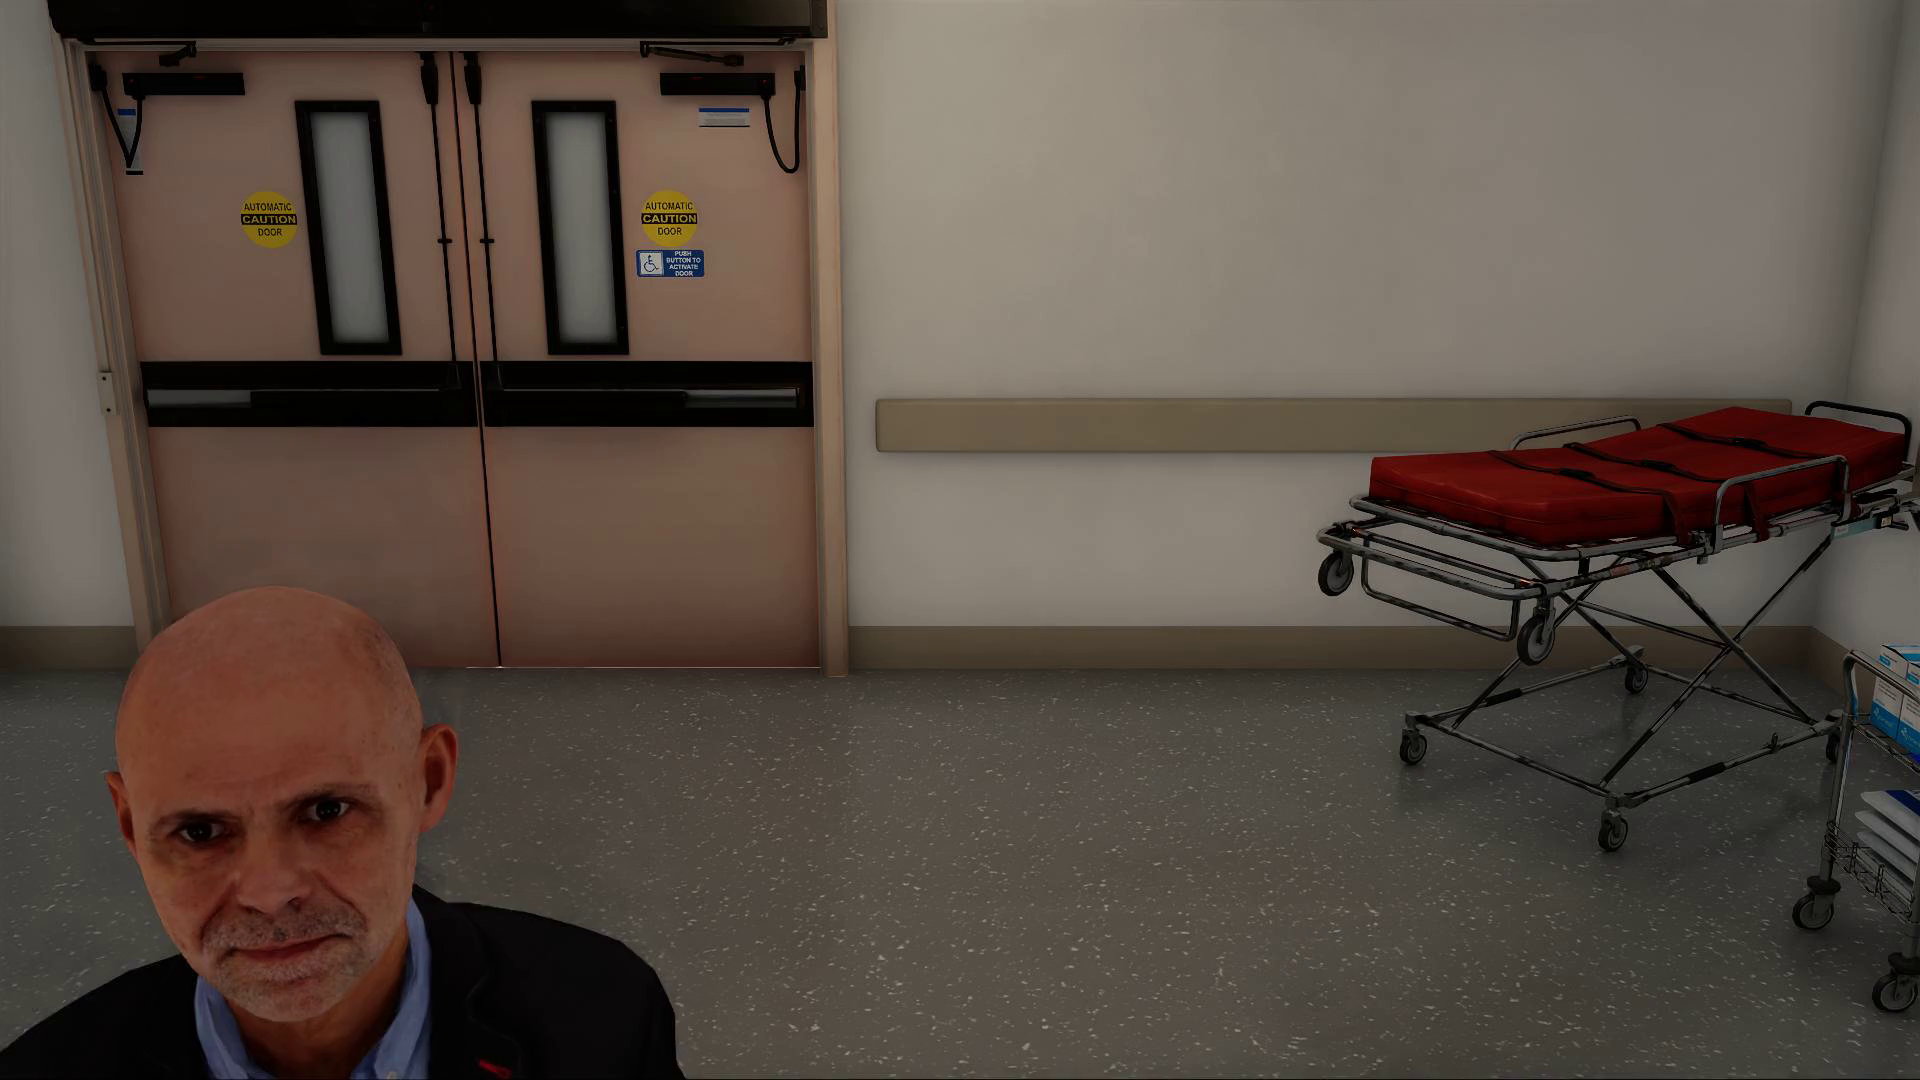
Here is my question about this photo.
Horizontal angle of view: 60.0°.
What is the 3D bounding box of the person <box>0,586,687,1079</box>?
[{"bbox_3d":[-0.447,0.876,1.322,0.904,1.783,1.109,-5,17,-18],"label":"person"}]
